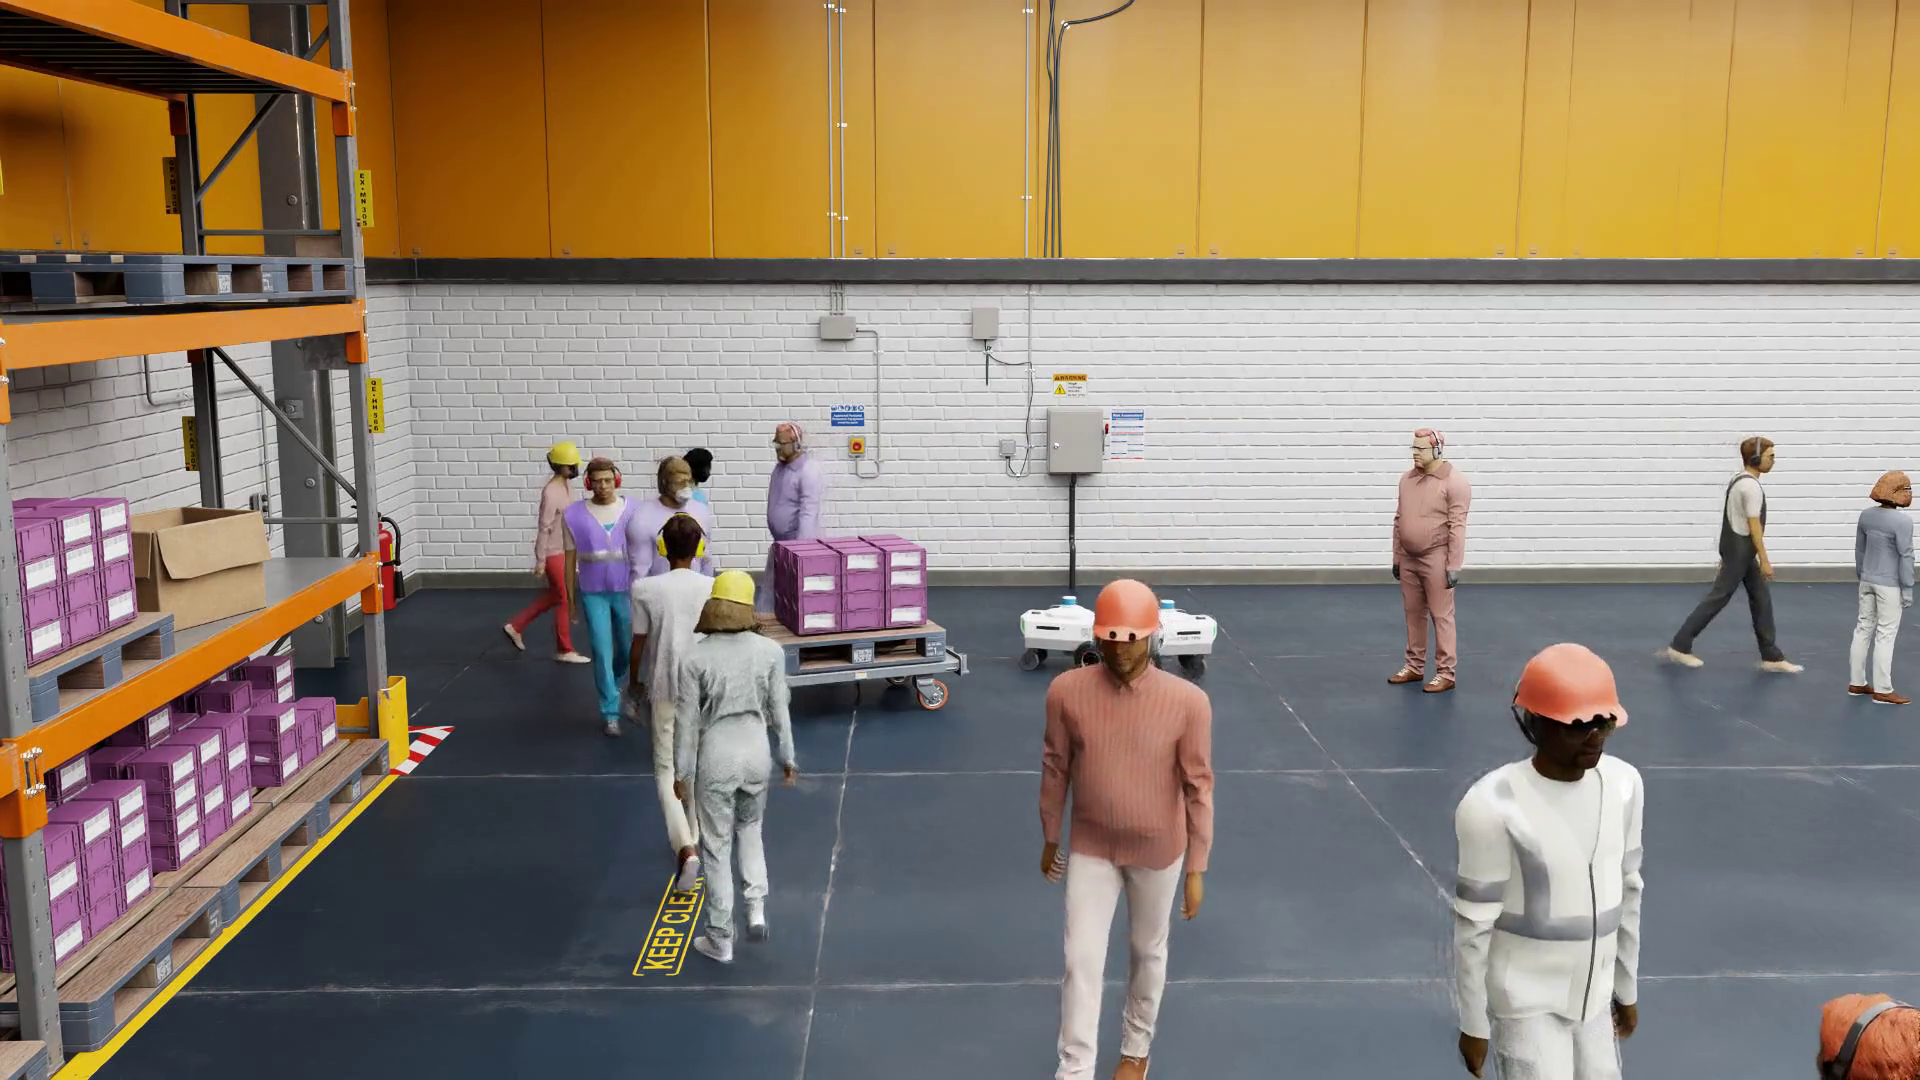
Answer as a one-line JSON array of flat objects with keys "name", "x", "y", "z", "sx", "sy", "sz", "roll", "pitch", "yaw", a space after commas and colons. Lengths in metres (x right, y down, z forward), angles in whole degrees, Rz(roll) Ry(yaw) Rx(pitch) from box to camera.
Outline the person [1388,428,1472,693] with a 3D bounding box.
[{"name": "person", "x": 3.359, "y": 0.141, "z": 12.012, "sx": 0.402, "sy": 1.901, "sz": 0.647, "roll": -5, "pitch": 11, "yaw": -30}]

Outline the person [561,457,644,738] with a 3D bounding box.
[{"name": "person", "x": -2.335, "y": 0.341, "z": 11.017, "sx": 0.591, "sy": 1.817, "sz": 0.743, "roll": -3, "pitch": 10, "yaw": -20}]

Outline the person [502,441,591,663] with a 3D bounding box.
[{"name": "person", "x": -3.192, "y": 0.092, "z": 12.778, "sx": 0.658, "sy": 1.732, "sz": 0.541, "roll": 0, "pitch": 9, "yaw": 1}]

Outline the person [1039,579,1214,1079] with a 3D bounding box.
[{"name": "person", "x": 0.552, "y": 1.119, "z": 5.815, "sx": 0.644, "sy": 1.952, "sz": 0.926, "roll": 2, "pitch": 10, "yaw": 14}]

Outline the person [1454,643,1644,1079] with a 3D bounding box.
[{"name": "person", "x": 1.646, "y": 1.257, "z": 4.780, "sx": 0.618, "sy": 2.020, "sz": 0.736, "roll": -4, "pitch": 10, "yaw": -23}]

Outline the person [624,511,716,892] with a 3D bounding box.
[{"name": "person", "x": -1.372, "y": 0.785, "z": 8.250, "sx": 0.514, "sy": 1.841, "sz": 0.820, "roll": -4, "pitch": 10, "yaw": -24}]

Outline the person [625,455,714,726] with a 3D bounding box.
[{"name": "person", "x": -1.804, "y": 0.422, "z": 10.226, "sx": 0.577, "sy": 1.924, "sz": 0.634, "roll": 9, "pitch": 13, "yaw": 44}]

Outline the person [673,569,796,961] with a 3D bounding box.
[{"name": "person", "x": -1.005, "y": 0.988, "z": 7.350, "sx": 0.559, "sy": 1.713, "sz": 0.393, "roll": -5, "pitch": 11, "yaw": -28}]

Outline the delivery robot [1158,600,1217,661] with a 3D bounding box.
[{"name": "delivery robot", "x": 1.549, "y": 0.693, "z": 12.433, "sx": 0.707, "sy": 0.478, "sz": 0.477, "roll": -1, "pitch": 9, "yaw": -8}]

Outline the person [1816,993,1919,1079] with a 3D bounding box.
[{"name": "person", "x": 1.506, "y": 1.666, "z": 2.749, "sx": 0.593, "sy": 1.873, "sz": 0.368, "roll": -2, "pitch": 10, "yaw": -14}]

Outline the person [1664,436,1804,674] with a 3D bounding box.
[{"name": "person", "x": 5.841, "y": 0.118, "z": 12.505, "sx": 0.976, "sy": 1.804, "sz": 0.508, "roll": 4, "pitch": 10, "yaw": 22}]

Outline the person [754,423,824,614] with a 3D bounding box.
[{"name": "person", "x": -1.370, "y": 0.040, "z": 12.716, "sx": 0.962, "sy": 1.857, "sz": 0.650, "roll": -6, "pitch": 11, "yaw": -31}]

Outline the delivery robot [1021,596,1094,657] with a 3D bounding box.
[{"name": "delivery robot", "x": 0.824, "y": 0.669, "z": 12.581, "sx": 0.707, "sy": 0.478, "sz": 0.477, "roll": 3, "pitch": 10, "yaw": 18}]

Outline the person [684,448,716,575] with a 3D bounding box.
[{"name": "person", "x": -2.036, "y": 0.111, "z": 12.881, "sx": 0.680, "sy": 1.658, "sz": 0.592, "roll": -5, "pitch": 10, "yaw": -27}]

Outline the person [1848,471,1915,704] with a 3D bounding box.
[{"name": "person", "x": 6.487, "y": 0.325, "z": 11.672, "sx": 0.280, "sy": 1.634, "sz": 0.498, "roll": -2, "pitch": 9, "yaw": -11}]
